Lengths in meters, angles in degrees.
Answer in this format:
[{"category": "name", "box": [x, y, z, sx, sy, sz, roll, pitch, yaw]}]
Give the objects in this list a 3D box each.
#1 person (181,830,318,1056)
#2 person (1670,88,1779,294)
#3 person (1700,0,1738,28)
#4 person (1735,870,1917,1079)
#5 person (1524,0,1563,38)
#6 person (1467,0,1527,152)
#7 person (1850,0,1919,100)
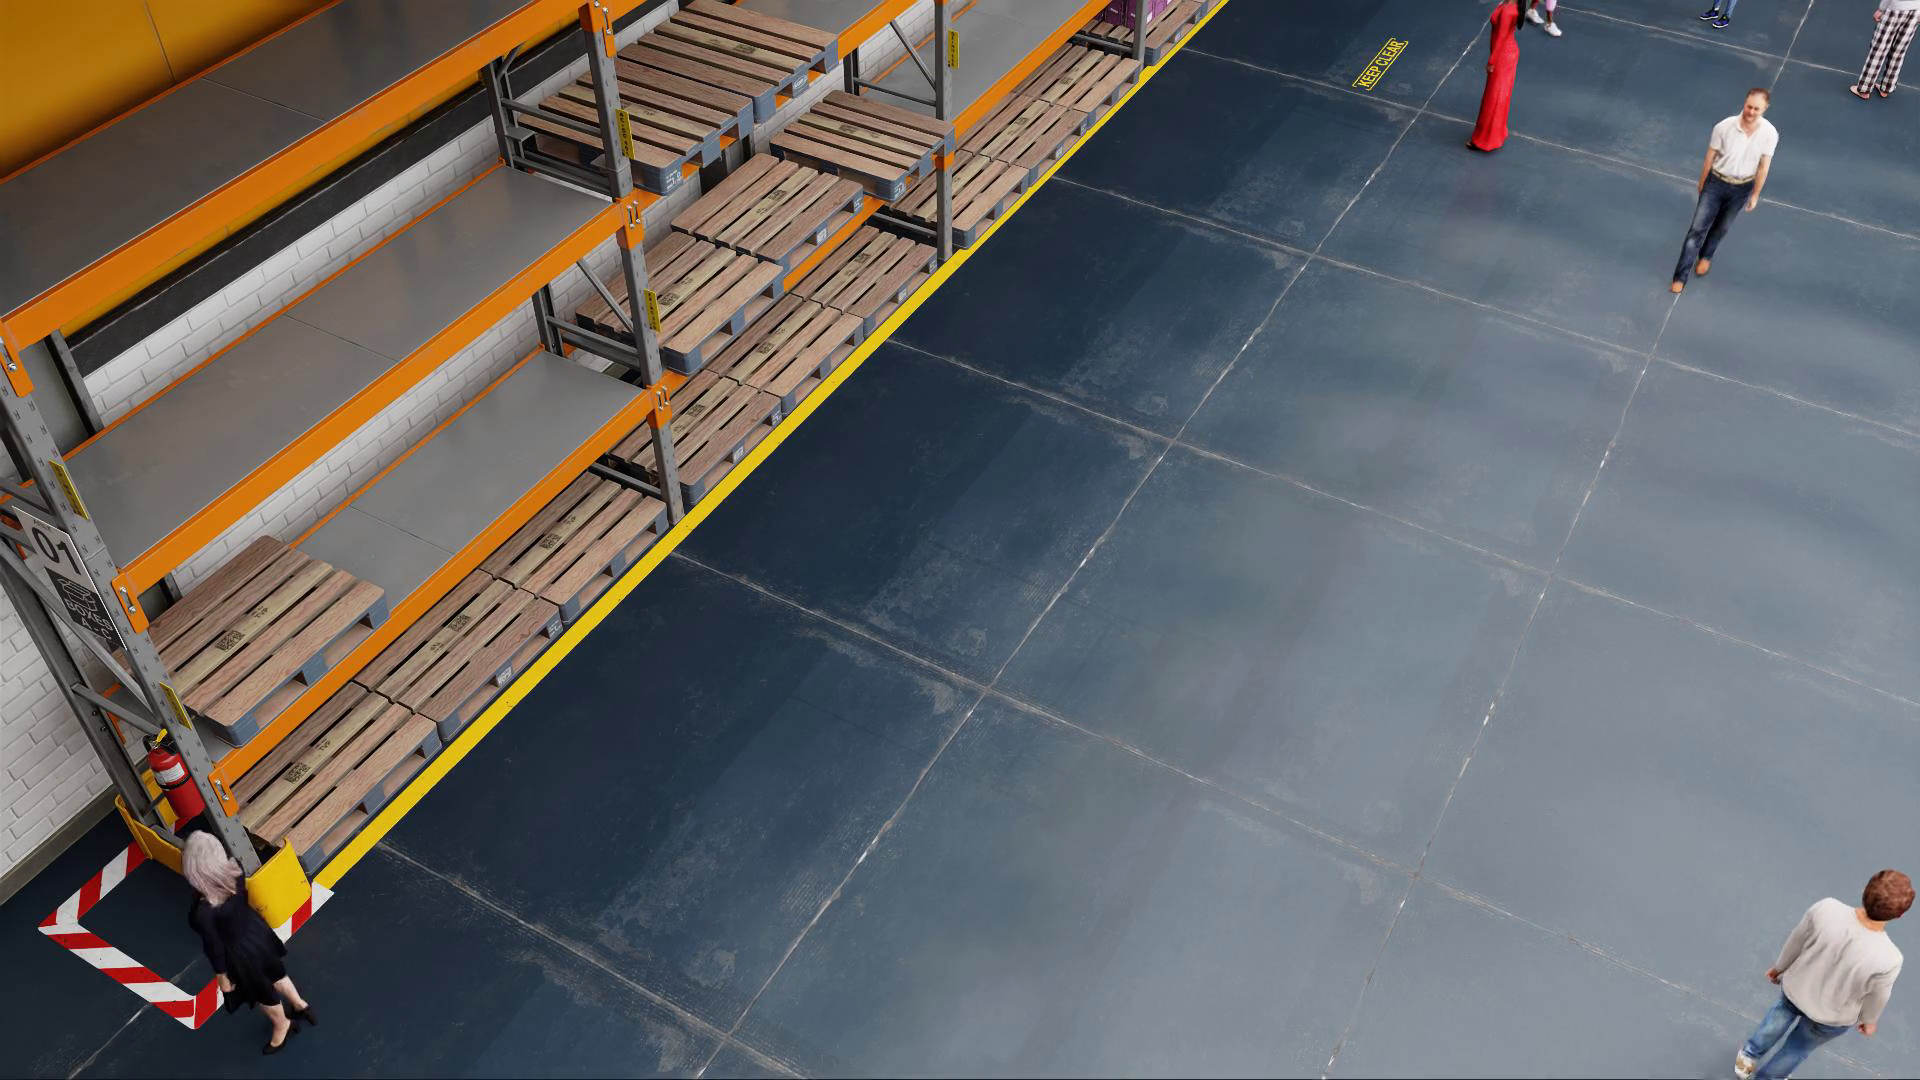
[{"category": "person", "box": [-3.790, 2.181, 8.767, 0.779, 1.727, 0.697, -15, 46, -15]}, {"category": "person", "box": [6.581, -3.035, 14.178, 0.708, 1.816, 1.081, 20, 47, 20]}, {"category": "person", "box": [8.329, -6.170, 17.875, 0.630, 1.255, 0.578, -14, 45, -14]}, {"category": "person", "box": [4.318, 2.359, 8.464, 0.793, 1.888, 0.781, -20, 47, -20]}, {"category": "person", "box": [6.305, -6.321, 17.694, 0.915, 1.723, 0.917, -21, 47, -20]}, {"category": "person", "box": [5.149, -4.549, 15.790, 0.687, 1.784, 0.564, 20, 47, 19]}, {"category": "person", "box": [9.361, -5.275, 16.507, 0.714, 1.846, 0.734, -3, 44, -3]}]
